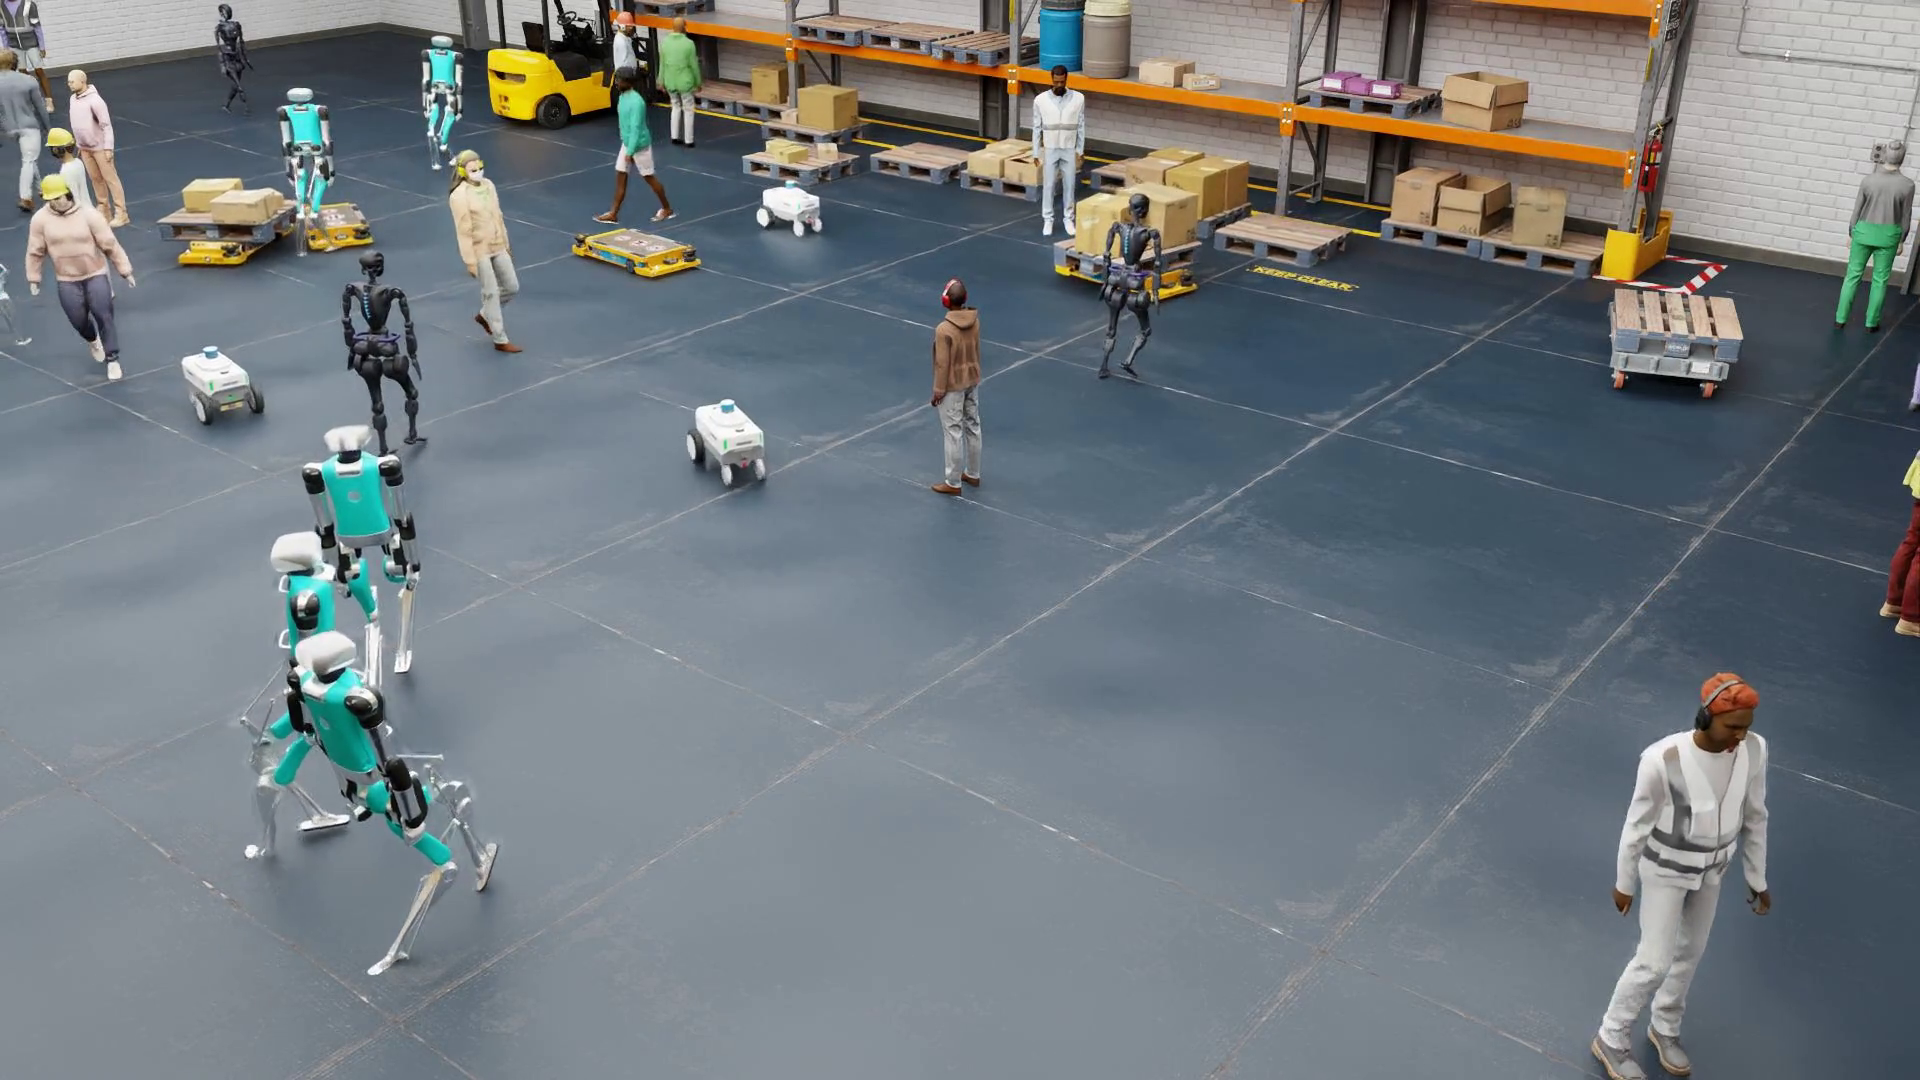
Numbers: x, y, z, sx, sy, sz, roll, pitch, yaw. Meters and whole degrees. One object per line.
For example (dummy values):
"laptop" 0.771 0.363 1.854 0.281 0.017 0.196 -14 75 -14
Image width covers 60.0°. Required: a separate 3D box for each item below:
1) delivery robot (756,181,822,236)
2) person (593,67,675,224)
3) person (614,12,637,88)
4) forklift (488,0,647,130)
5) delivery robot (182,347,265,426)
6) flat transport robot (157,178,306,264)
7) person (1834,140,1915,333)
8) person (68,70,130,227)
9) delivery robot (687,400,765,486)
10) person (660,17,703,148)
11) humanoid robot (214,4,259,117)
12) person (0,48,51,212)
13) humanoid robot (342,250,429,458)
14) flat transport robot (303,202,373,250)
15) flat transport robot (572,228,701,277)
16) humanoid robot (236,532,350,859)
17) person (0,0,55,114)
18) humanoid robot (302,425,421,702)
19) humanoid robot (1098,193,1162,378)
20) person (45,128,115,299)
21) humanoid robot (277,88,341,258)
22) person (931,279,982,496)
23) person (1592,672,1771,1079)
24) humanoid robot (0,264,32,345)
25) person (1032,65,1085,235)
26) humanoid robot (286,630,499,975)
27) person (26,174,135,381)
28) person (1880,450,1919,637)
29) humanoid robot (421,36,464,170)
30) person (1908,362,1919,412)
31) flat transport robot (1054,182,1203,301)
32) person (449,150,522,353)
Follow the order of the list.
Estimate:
"delivery robot" -1.965 -3.844 19.215 0.499 0.606 0.790 -23 34 -39
"person" -3.795 -4.557 19.256 0.980 1.802 0.523 -17 30 -31
"person" -4.672 -6.541 23.423 0.351 1.737 0.575 -4 26 -9
"forklift" -5.874 -7.334 24.552 1.214 2.155 2.313 19 32 34
"delivery robot" -6.253 -1.333 13.993 0.499 0.587 0.762 -21 33 -36
"flat transport robot" -8.052 -3.354 18.516 0.659 0.231 1.431 2 26 4
"person" 8.665 -2.868 15.712 0.510 1.834 0.340 16 30 29
"person" -9.960 -4.518 19.185 0.535 1.781 0.400 11 28 22
"delivery robot" -1.785 -0.800 12.875 0.499 0.575 0.759 -12 28 -24
"person" -3.815 -6.280 22.850 0.555 1.768 0.497 7 27 15
"humanoid robot" -10.923 -7.170 24.874 0.769 1.646 0.584 9 27 18
"person" -11.252 -4.907 19.891 0.617 1.887 1.052 -1 26 -3
"humanoid robot" -4.515 -1.462 12.983 0.615 1.650 0.458 3 26 6
"flat transport robot" -7.172 -3.605 19.036 0.659 0.231 1.431 -12 28 -23
"flat transport robot" -3.524 -3.131 18.055 1.431 0.231 0.659 22 33 38
"humanoid robot" -3.375 0.860 8.231 0.783 1.901 0.569 -6 26 -12
"person" -14.021 -7.405 24.888 0.600 2.035 0.406 -4 26 -8
"humanoid robot" -3.401 0.099 9.676 0.544 1.759 0.935 -5 26 -10
"humanoid robot" 1.472 -2.198 14.502 0.611 1.642 0.375 16 30 29
"person" -8.705 -3.178 16.429 0.310 1.767 0.532 -7 27 -13
"humanoid robot" -7.095 -3.943 18.042 0.587 1.779 0.783 -4 26 -8
"person" -0.016 -1.122 12.300 0.327 1.651 0.459 22 34 38
"person" 3.005 1.396 6.835 0.582 1.874 0.477 -9 27 -18
"humanoid robot" -9.013 -2.594 15.360 0.776 1.875 0.533 -9 27 -17
"person" 1.115 -4.417 18.841 0.596 1.908 0.411 -3 26 -6
"humanoid robot" -2.461 1.075 7.712 0.553 1.762 1.024 16 30 30
"person" -7.712 -2.339 14.610 0.846 1.835 0.602 -6 26 -13
"person" 6.098 -0.253 10.367 0.384 1.771 0.467 4 26 8
"humanoid robot" -6.652 -5.521 21.343 0.586 1.738 1.032 -1 26 -2
"person" 8.433 -1.963 13.881 0.913 1.796 0.568 -16 30 -30
"flat transport robot" 1.728 -2.782 17.333 0.659 0.231 1.431 -20 32 -35
"person" -4.314 -2.636 15.192 0.562 1.862 0.586 13 29 25
